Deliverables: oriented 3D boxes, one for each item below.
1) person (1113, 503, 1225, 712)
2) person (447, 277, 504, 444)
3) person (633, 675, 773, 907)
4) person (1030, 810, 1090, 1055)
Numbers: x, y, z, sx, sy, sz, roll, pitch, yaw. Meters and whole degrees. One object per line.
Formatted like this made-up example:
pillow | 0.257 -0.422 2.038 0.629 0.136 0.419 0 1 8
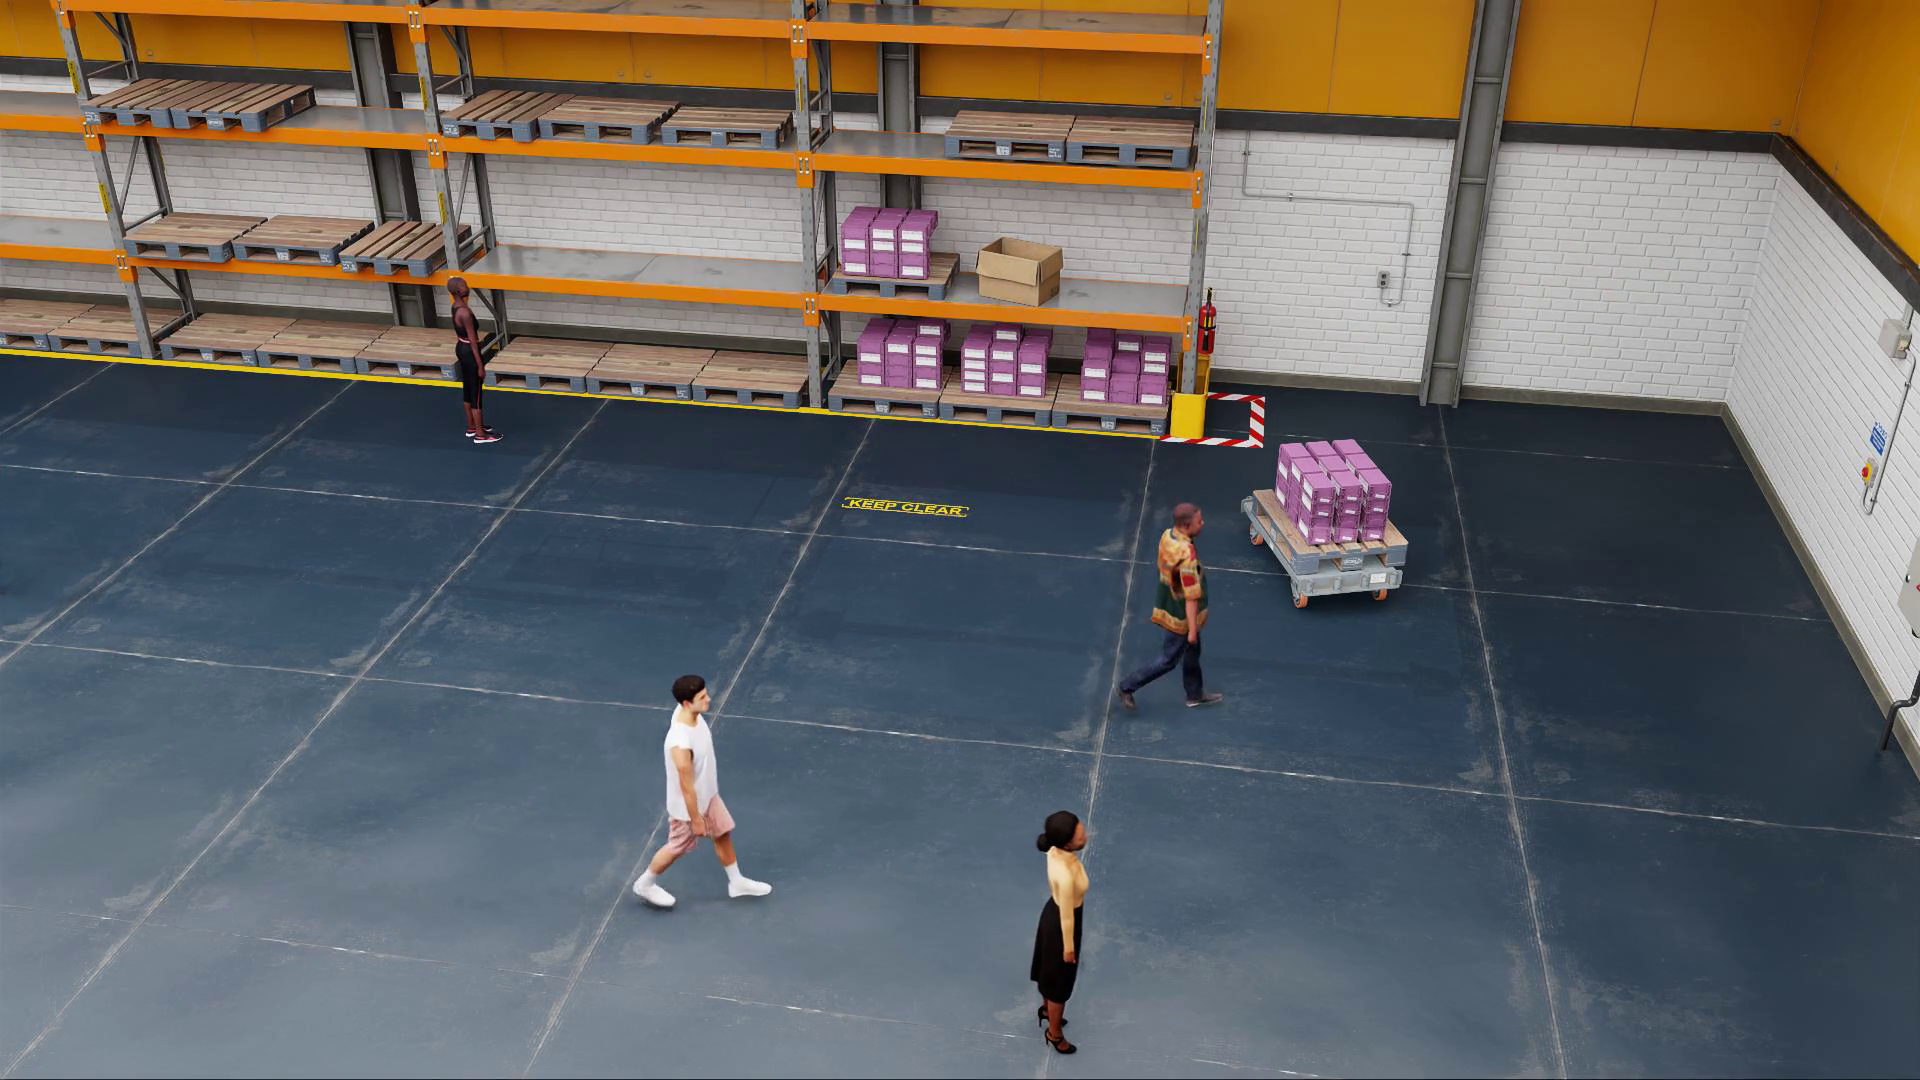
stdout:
person | 1.586 0.547 12.613 1.219 1.780 0.911 -3 29 -6
person | -5.039 -1.857 17.043 0.718 1.758 0.660 -18 33 -30
person | -1.802 1.642 10.640 1.166 1.748 0.756 2 29 3
person | 0.586 2.252 9.620 0.618 1.653 0.618 -2 29 -4
